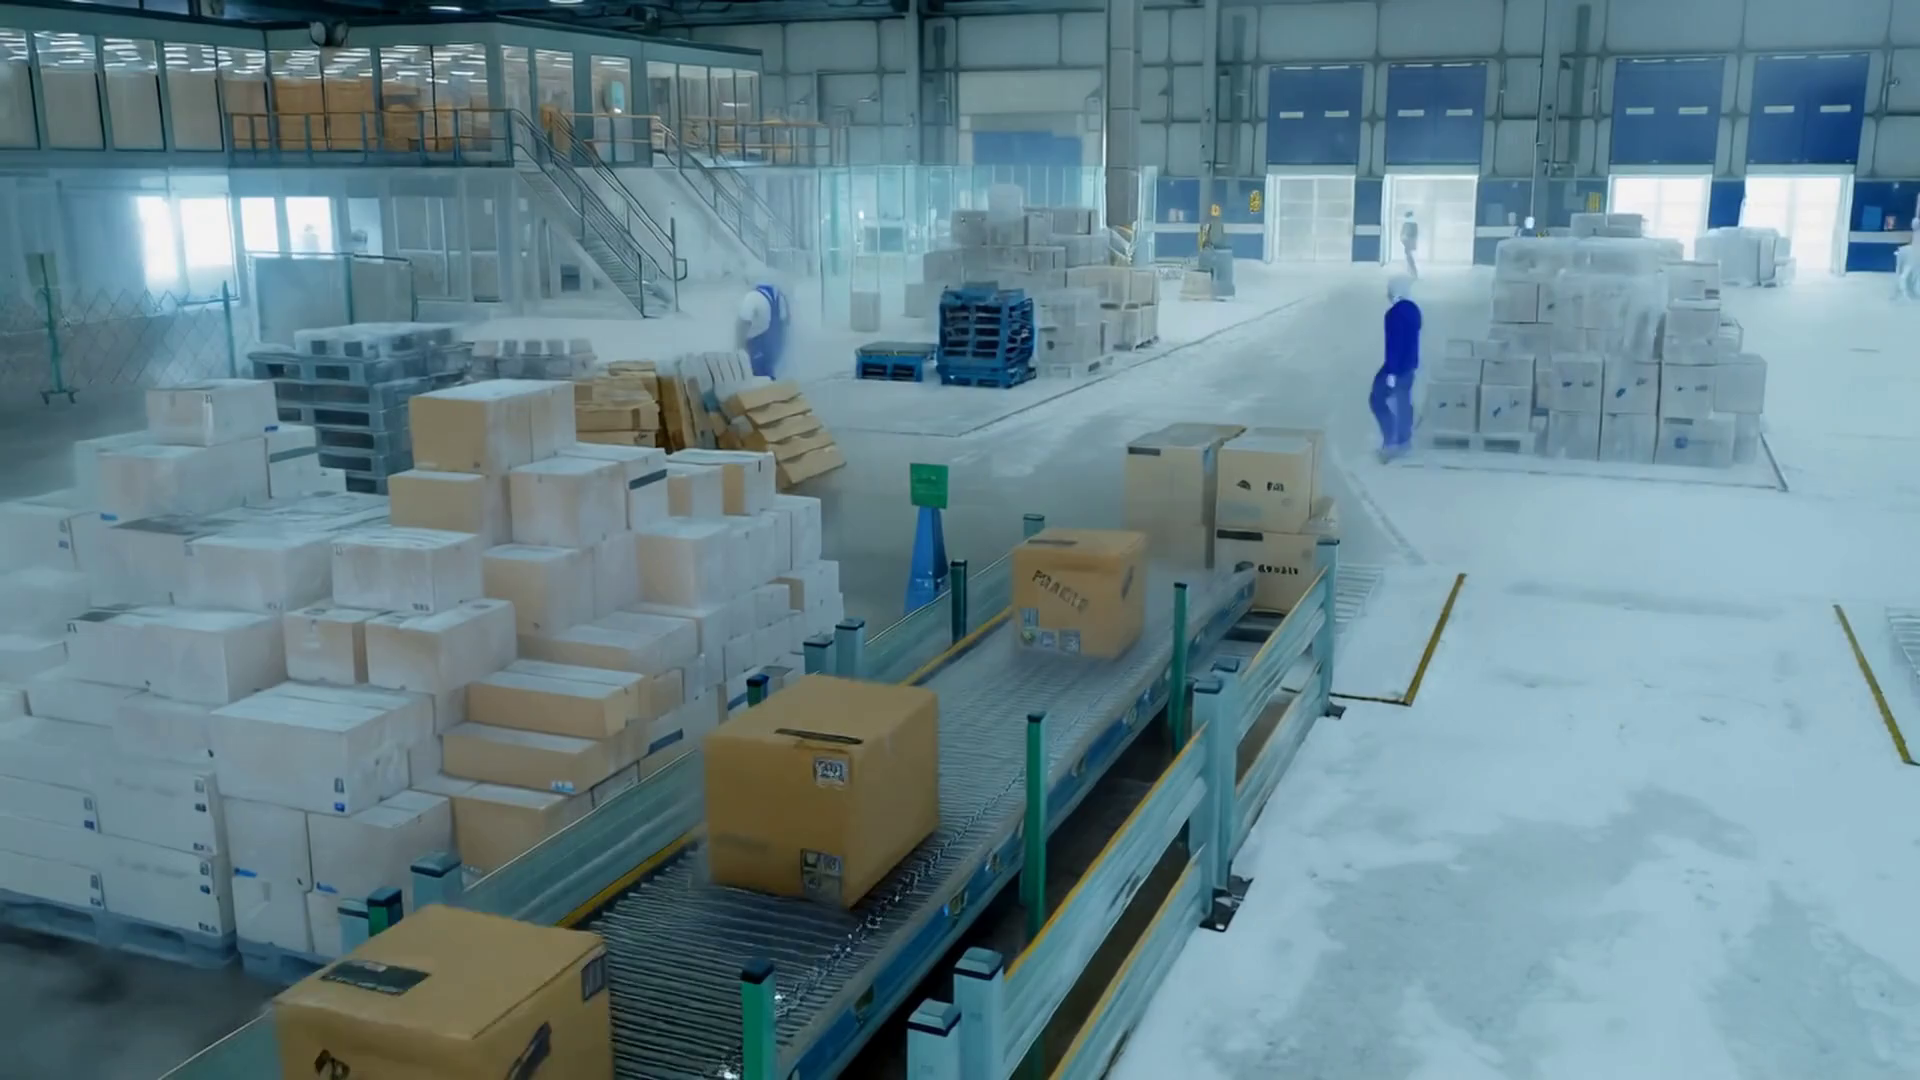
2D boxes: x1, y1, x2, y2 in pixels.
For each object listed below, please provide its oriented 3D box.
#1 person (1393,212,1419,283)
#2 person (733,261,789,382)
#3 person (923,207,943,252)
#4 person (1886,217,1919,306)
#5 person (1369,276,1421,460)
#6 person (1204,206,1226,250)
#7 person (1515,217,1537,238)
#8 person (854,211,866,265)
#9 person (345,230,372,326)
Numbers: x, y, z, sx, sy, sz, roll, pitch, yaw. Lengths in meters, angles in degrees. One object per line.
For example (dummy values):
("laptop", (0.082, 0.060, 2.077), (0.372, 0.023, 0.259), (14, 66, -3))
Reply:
("person", (12.039, -7.844, 44.663), (0.595, 1.873, 0.988), (-10, 16, -37))
("person", (-2.376, -2.312, 19.455), (1.050, 2.000, 0.680), (6, 14, 26))
("person", (-0.795, -8.951, 49.572), (0.568, 1.884, 1.003), (-2, 13, -10))
("person", (21.145, -6.205, 37.073), (0.666, 1.966, 0.795), (-11, 16, -40))
("person", (4.558, -1.790, 17.379), (0.464, 1.922, 0.641), (12, 17, 43))
("person", (7.547, -8.878, 49.156), (0.637, 1.944, 0.988), (1, 13, 2))
("person", (14.520, -7.331, 42.498), (0.660, 1.798, 0.918), (-3, 13, -15))
("person", (-3.207, -9.682, 53.290), (0.315, 1.696, 0.541), (5, 13, 21))
("person", (-9.976, -4.080, 27.415), (0.723, 2.028, 0.612), (-6, 14, -24))
